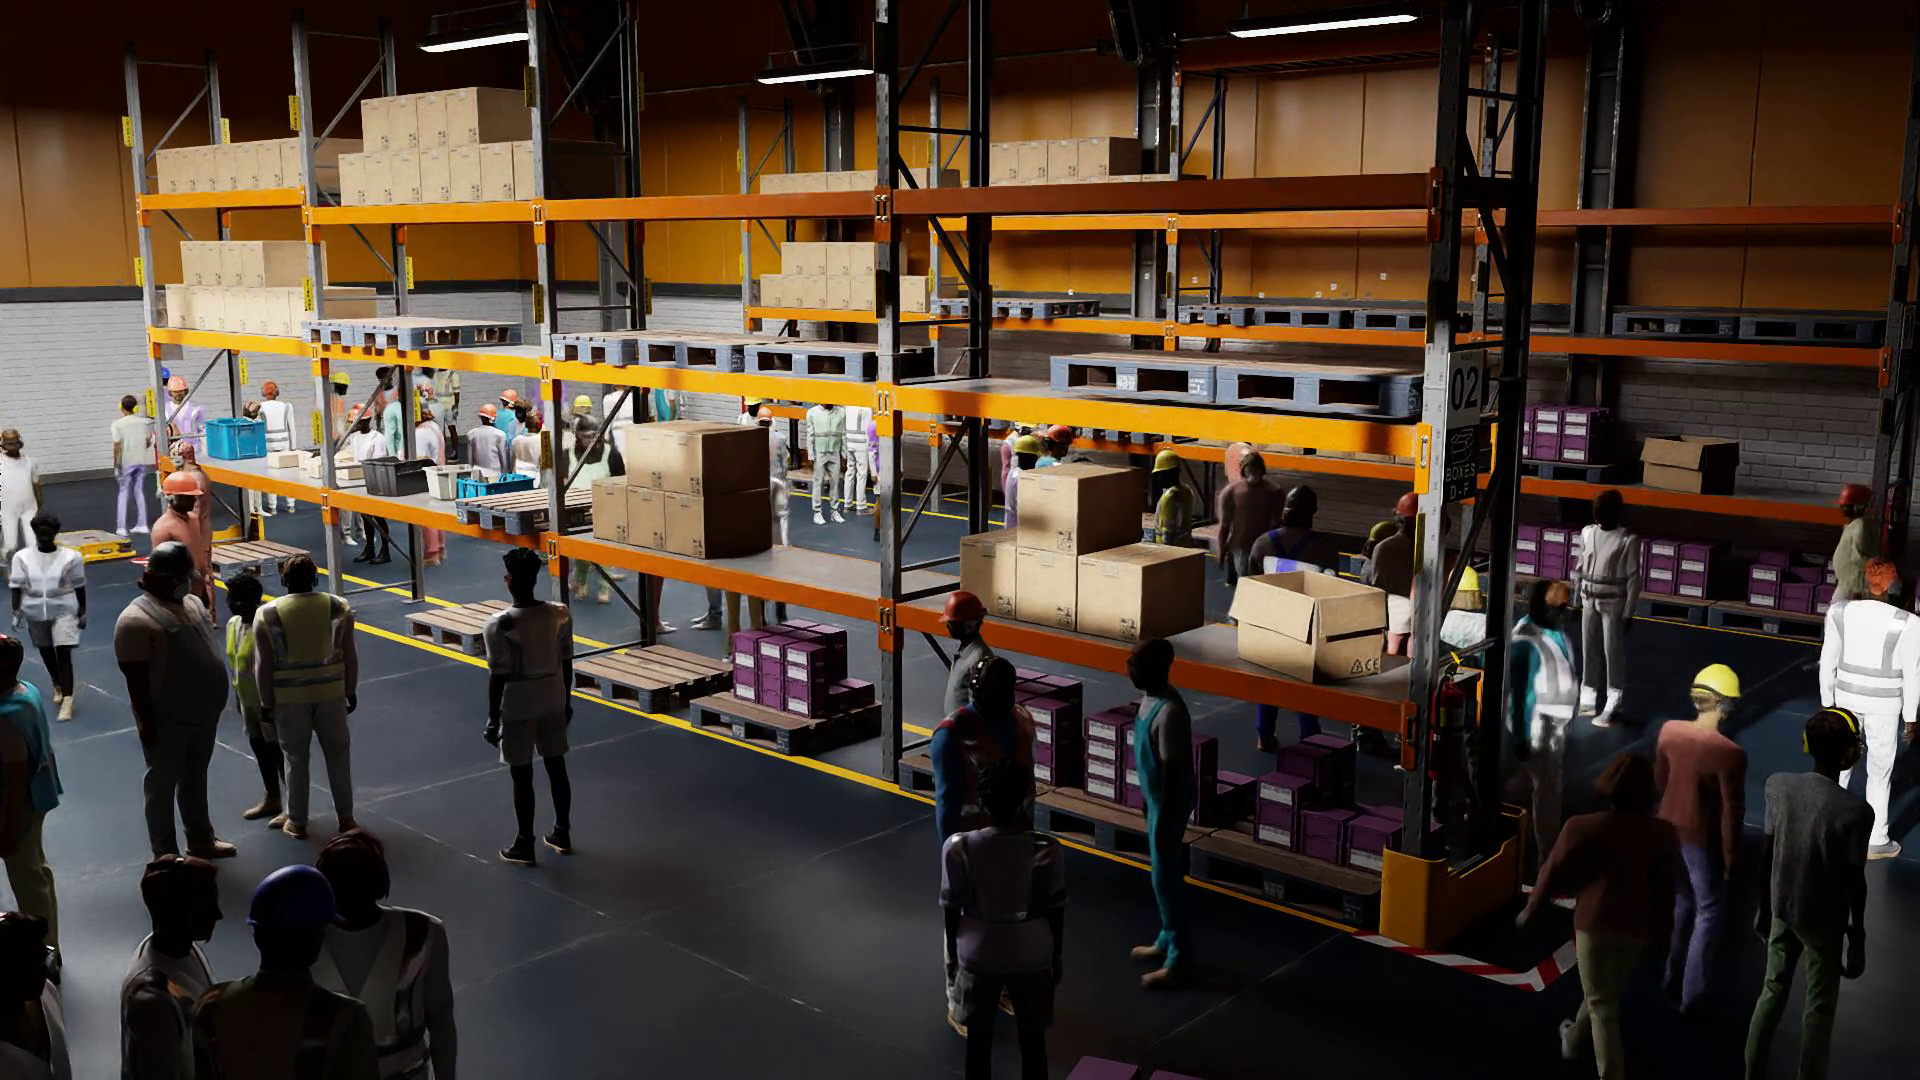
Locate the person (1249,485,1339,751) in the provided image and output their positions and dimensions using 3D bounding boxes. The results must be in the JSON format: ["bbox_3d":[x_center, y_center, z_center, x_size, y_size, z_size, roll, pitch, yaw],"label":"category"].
[{"bbox_3d":[2.509,0.586,12.376,0.683,2.000,0.535,6,12,32],"label":"person"}]

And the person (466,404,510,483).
[{"bbox_3d":[-6.080,-0.889,21.530,0.573,1.749,0.343,2,10,12],"label":"person"}]

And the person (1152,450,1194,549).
[{"bbox_3d":[1.939,0.128,15.311,0.379,1.920,0.586,5,11,25],"label":"person"}]

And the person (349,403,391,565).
[{"bbox_3d":[-7.046,-0.667,19.781,0.546,1.929,0.387,6,11,29],"label":"person"}]

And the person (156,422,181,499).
[{"bbox_3d":[-9.695,-0.648,20.534,0.284,1.622,0.517,3,11,18],"label":"person"}]

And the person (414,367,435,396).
[{"bbox_3d":[-9.083,-2.112,28.112,0.404,1.876,0.667,-7,12,-36],"label":"person"}]

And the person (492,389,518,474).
[{"bbox_3d":[-6.439,-1.282,23.797,0.573,1.738,0.352,5,11,28],"label":"person"}]

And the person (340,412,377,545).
[{"bbox_3d":[-7.647,-0.800,21.112,0.384,1.732,0.497,3,11,19],"label":"person"}]

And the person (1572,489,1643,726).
[{"bbox_3d":[5.097,0.525,13.164,0.337,1.882,0.584,-5,11,-26],"label":"person"}]

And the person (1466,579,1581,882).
[{"bbox_3d":[3.472,1.108,10.090,0.759,1.812,0.630,8,13,38],"label":"person"}]

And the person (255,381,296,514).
[{"bbox_3d":[-9.683,-1.303,23.502,0.588,1.883,0.337,-8,13,-37],"label":"person"}]

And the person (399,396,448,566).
[{"bbox_3d":[-6.400,-0.720,19.765,0.535,2.000,0.686,0,10,-1],"label":"person"}]

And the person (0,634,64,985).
[{"bbox_3d":[-4.785,1.371,8.473,0.381,1.849,0.570,-4,11,-23],"label":"person"}]

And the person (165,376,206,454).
[{"bbox_3d":[-10.479,-1.192,22.418,0.605,2.045,0.382,-5,11,-25],"label":"person"}]

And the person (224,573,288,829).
[{"bbox_3d":[-4.566,1.038,10.849,0.536,1.680,0.345,7,12,33],"label":"person"}]

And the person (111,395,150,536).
[{"bbox_3d":[-10.918,-0.984,21.851,0.502,1.834,0.530,9,13,40],"label":"person"}]

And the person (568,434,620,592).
[{"bbox_3d":[-4.116,-0.361,18.400,0.731,1.821,0.440,-10,14,-44],"label":"person"}]

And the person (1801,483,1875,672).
[{"bbox_3d":[7.902,0.354,14.586,0.734,1.721,0.565,6,12,30],"label":"person"}]

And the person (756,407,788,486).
[{"bbox_3d":[-2.454,-0.803,21.036,0.562,1.753,0.327,-3,11,-18],"label":"person"}]

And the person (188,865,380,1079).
[{"bbox_3d":[-1.992,1.936,5.041,0.604,1.936,0.411,2,10,13],"label":"person"}]

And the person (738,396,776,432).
[{"bbox_3d":[-2.692,-1.039,21.925,0.598,1.913,0.398,6,12,29],"label":"person"}]

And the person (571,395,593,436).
[{"bbox_3d":[-5.187,-1.123,22.915,0.320,1.737,0.483,-4,11,-24],"label":"person"}]

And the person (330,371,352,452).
[{"bbox_3d":[-9.382,-1.588,25.067,0.498,1.899,0.652,-8,13,-38],"label":"person"}]

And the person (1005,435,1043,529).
[{"bbox_3d":[0.630,-0.081,16.474,0.372,1.923,0.594,-1,10,-4],"label":"person"}]

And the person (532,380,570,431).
[{"bbox_3d":[-6.759,-2.014,27.453,0.605,1.907,0.541,1,10,5],"label":"person"}]

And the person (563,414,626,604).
[{"bbox_3d":[-3.881,-0.334,17.579,0.702,2.000,0.552,-2,10,-9],"label":"person"}]

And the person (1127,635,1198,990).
[{"bbox_3d":[1.023,1.372,8.545,0.378,1.830,0.524,-1,10,-4],"label":"person"}]

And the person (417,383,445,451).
[{"bbox_3d":[-7.360,-1.232,23.077,0.402,1.899,0.636,0,10,-1],"label":"person"}]

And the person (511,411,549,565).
[{"bbox_3d":[-5.073,-0.615,19.766,0.562,1.836,0.398,5,11,25],"label":"person"}]

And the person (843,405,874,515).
[{"bbox_3d":[-1.428,-1.288,23.446,0.350,1.876,0.575,-10,14,-43],"label":"person"}]

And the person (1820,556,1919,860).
[{"bbox_3d":[5.634,1.029,10.315,0.338,1.882,0.582,-8,13,-37],"label":"person"}]

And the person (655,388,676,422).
[{"bbox_3d":[-4.932,-2.047,27.850,0.345,1.837,0.512,-7,12,-36],"label":"person"}]

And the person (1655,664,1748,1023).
[{"bbox_3d":[3.630,1.477,8.239,0.491,1.732,0.567,-4,11,-22],"label":"person"}]

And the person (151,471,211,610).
[{"bbox_3d":[-6.247,0.431,13.421,0.408,1.987,0.614,0,10,1],"label":"person"}]
